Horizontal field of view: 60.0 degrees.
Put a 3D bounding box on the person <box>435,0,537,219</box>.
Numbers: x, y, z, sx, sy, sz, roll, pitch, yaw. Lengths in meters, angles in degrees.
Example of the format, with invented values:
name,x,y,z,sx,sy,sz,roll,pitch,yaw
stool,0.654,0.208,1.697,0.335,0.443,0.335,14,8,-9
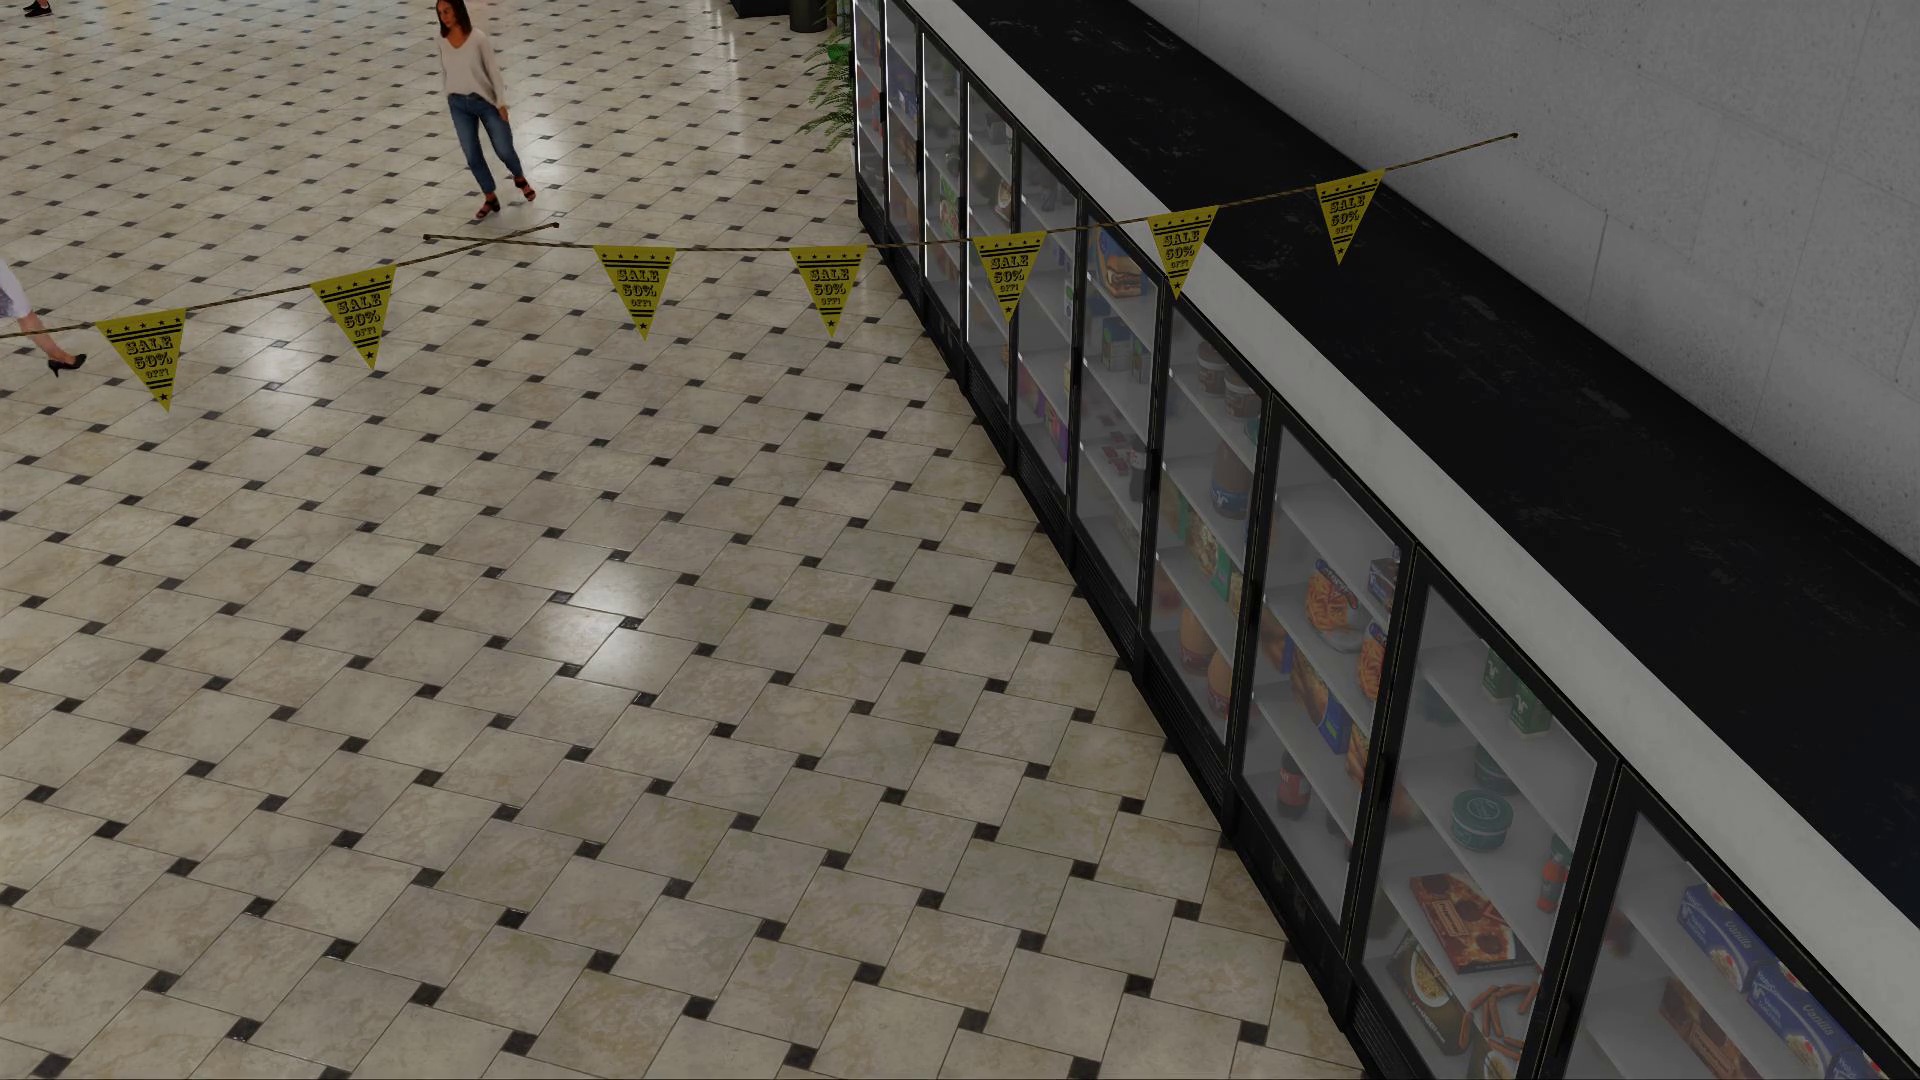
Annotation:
name,x,y,z,sx,sy,sz,roll,pitch,yaw
person,-3.518,-3.197,12.221,0.840,1.655,0.880,3,32,5
